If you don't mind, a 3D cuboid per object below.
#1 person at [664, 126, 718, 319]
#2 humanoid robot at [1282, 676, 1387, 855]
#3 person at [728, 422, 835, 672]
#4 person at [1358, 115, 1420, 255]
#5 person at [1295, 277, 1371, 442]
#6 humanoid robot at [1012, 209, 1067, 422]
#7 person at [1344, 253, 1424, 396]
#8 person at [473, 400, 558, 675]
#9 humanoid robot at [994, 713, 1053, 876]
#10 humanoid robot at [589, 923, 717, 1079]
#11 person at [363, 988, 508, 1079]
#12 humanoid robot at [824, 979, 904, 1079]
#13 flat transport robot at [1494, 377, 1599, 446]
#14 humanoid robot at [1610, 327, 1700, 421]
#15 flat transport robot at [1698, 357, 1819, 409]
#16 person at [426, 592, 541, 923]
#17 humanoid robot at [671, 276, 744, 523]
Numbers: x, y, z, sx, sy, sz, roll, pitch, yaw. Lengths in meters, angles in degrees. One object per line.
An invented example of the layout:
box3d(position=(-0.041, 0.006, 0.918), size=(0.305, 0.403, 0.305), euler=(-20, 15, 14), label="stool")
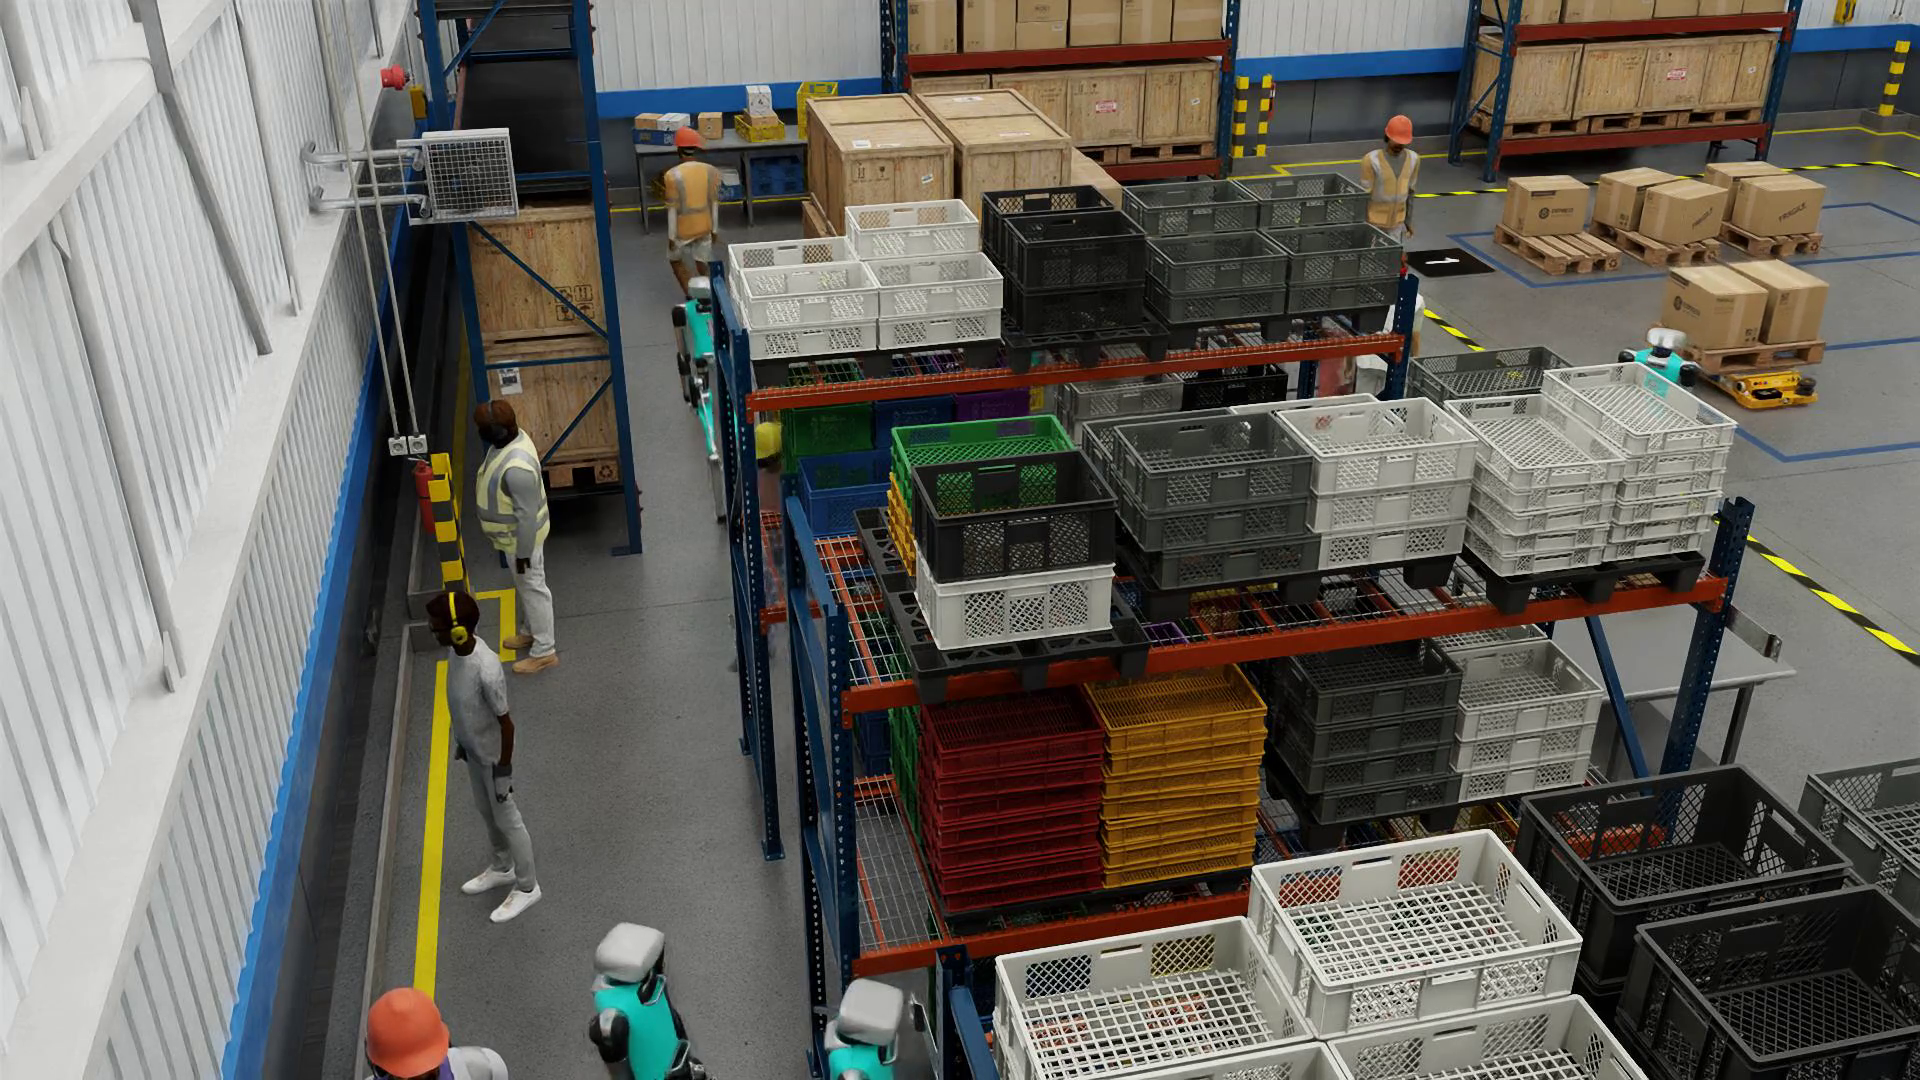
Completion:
box3d(position=(-2.569, -2.998, 15.959), size=(0.564, 1.919, 0.460), euler=(-19, 33, -32), label="person")
box3d(position=(2.118, 1.024, 8.638), size=(0.770, 1.628, 0.609), euler=(8, 29, 14), label="humanoid robot")
box3d(position=(-1.061, 0.004, 10.505), size=(0.906, 1.723, 0.550), euler=(-18, 33, -30), label="person")
box3d(position=(4.094, -3.064, 15.971), size=(0.604, 2.033, 0.387), euler=(-7, 29, -14), label="person")
box3d(position=(3.060, -1.730, 13.608), size=(0.597, 1.877, 0.911), euler=(24, 36, 38), label="person")
box3d(position=(0.723, -1.845, 13.993), size=(0.533, 1.795, 0.795), euler=(-23, 36, -37), label="humanoid robot")
box3d(position=(3.258, -1.336, 12.897), size=(0.563, 1.838, 0.391), euler=(10, 29, 18), label="person")
box3d(position=(-2.784, -0.031, 10.425), size=(0.431, 1.837, 0.619), euler=(-10, 29, -18), label="person")
box3d(position=(0.331, 1.206, 8.253), size=(0.590, 1.639, 0.407), euler=(1, 28, 2), label="humanoid robot")
box3d(position=(-0.923, 2.229, 6.277), size=(0.793, 1.804, 0.539), euler=(3, 28, 5), label="humanoid robot")
box3d(position=(-1.766, 2.344, 5.694), size=(0.606, 2.048, 0.367), euler=(-17, 32, -29), label="person")
box3d(position=(-0.137, 2.341, 6.069), size=(0.660, 1.834, 0.554), euler=(1, 28, 1), label="humanoid robot")
box3d(position=(4.780, -1.036, 14.013), size=(0.659, 0.231, 1.431), euler=(-6, 28, -12), label="flat transport robot")
box3d(position=(4.888, -0.777, 11.801), size=(0.533, 1.677, 0.735), euler=(16, 32, 28), label="humanoid robot")
box3d(position=(6.983, -1.565, 14.985), size=(0.652, 0.197, 1.431), euler=(-6, 28, -12), label="flat transport robot")
box3d(position=(-2.384, 1.073, 8.300), size=(0.326, 1.865, 0.511), euler=(-20, 34, -33), label="person")
box3d(position=(-1.806, -0.977, 12.429), size=(0.555, 1.878, 0.812), euler=(-6, 28, -11), label="humanoid robot")
